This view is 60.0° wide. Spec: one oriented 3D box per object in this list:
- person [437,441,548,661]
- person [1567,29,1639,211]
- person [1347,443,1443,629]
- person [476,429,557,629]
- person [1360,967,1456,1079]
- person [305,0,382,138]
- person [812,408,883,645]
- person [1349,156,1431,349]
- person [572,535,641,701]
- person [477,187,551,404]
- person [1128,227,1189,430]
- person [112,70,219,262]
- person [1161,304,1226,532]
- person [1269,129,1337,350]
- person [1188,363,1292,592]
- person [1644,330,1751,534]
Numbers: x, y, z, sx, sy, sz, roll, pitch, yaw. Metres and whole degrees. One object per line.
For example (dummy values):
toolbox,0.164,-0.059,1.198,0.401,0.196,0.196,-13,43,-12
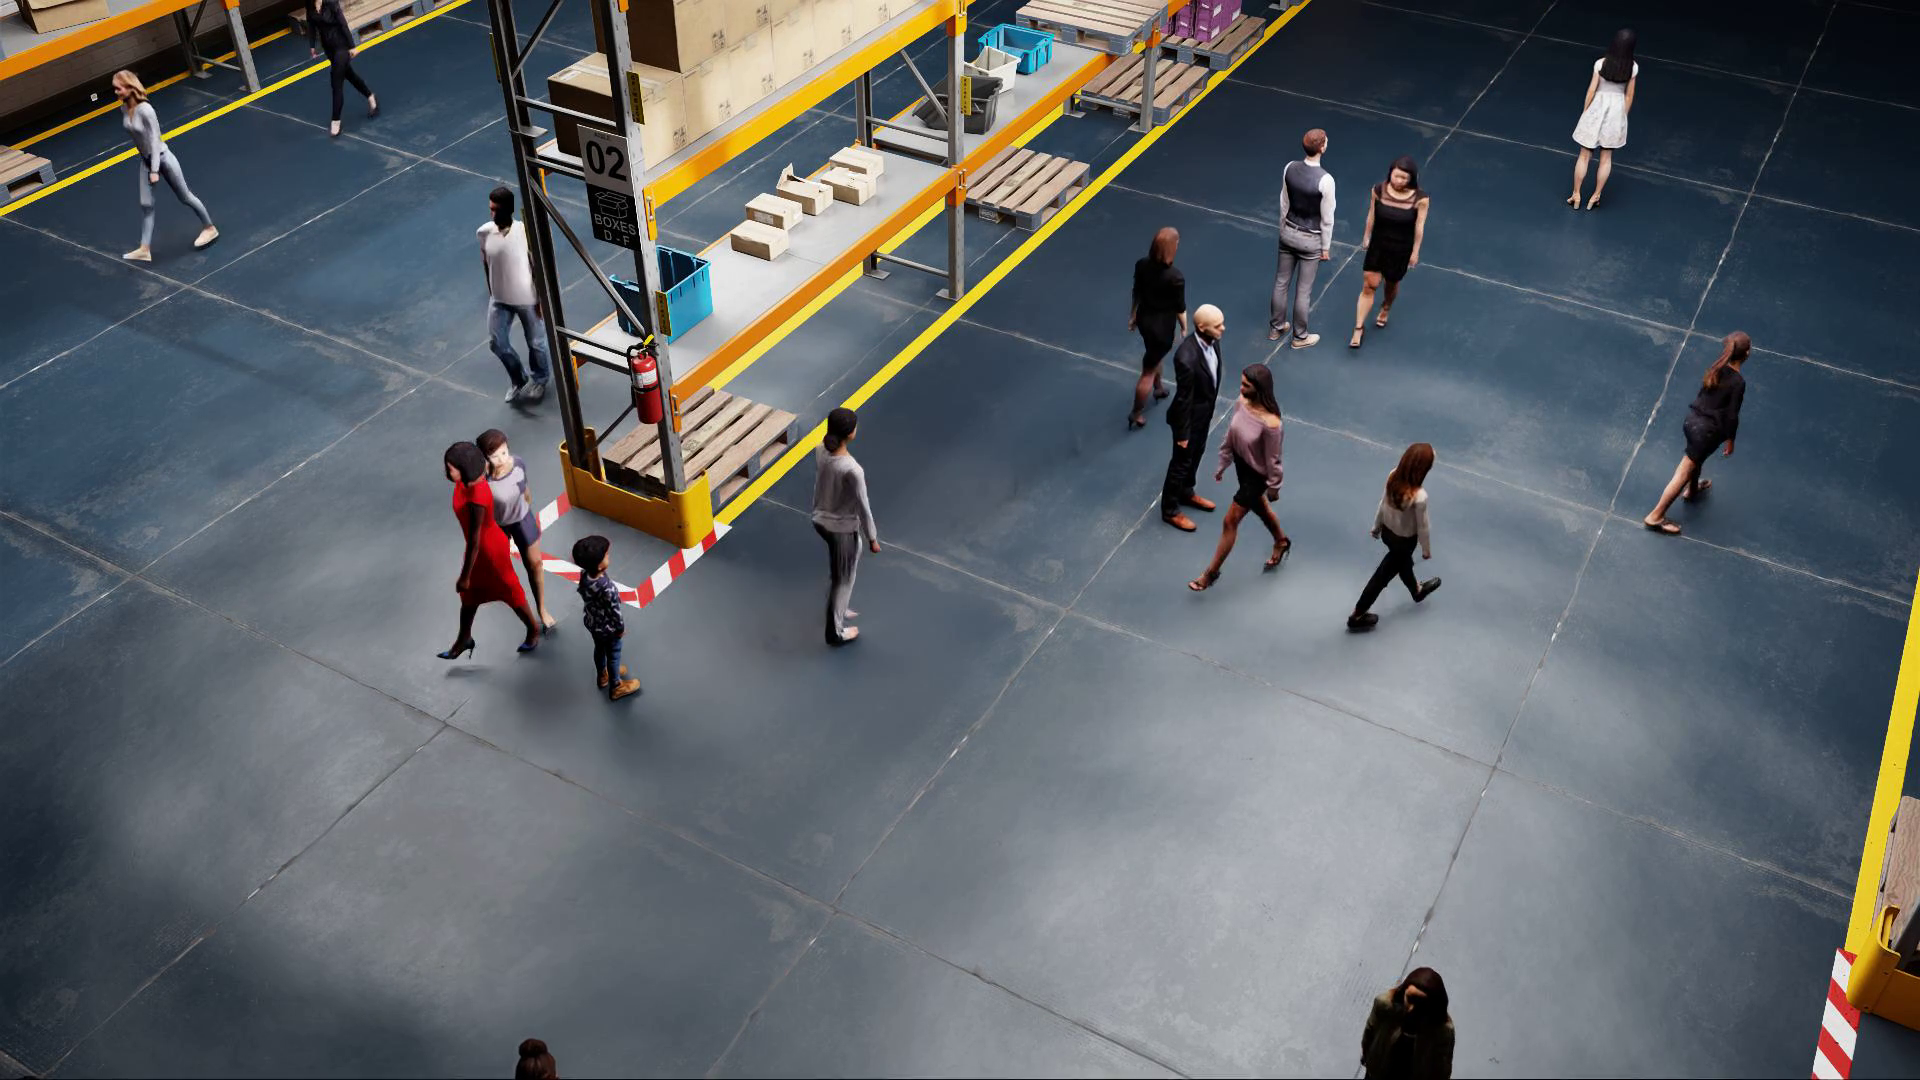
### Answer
person,-2.954,0.086,10.707,1.033,1.722,0.872,-19,42,-22
person,6.101,-3.974,15.748,0.713,1.775,0.715,10,40,12
person,2.852,0.018,11.019,1.038,1.439,0.938,-14,41,-16
person,-3.065,-0.149,11.156,0.993,1.529,0.864,-27,46,-30
person,2.123,2.497,7.909,0.601,1.447,0.959,21,43,24
person,-6.398,-5.071,17.211,0.646,1.664,1.068,16,41,19
person,-0.856,-0.057,10.861,0.822,1.752,0.823,-24,44,-27
person,3.629,-2.455,13.926,0.697,1.675,1.003,16,41,19
person,-2.276,0.484,10.588,0.550,1.248,0.536,-31,48,-33
person,-3.490,-1.970,13.179,0.779,1.850,0.764,6,39,8
person,1.449,-1.591,12.838,0.722,1.683,0.902,32,48,33
person,-7.166,-3.409,15.061,0.648,1.750,1.132,21,43,25
person,1.662,-0.906,11.888,0.743,1.798,0.518,22,44,25
person,2.834,-2.503,13.775,0.661,1.938,0.712,-32,48,-33
person,2.060,-0.433,11.327,1.150,1.759,1.014,-16,41,-19
person,5.301,-0.764,11.941,1.029,1.509,0.990,-2,39,-3
